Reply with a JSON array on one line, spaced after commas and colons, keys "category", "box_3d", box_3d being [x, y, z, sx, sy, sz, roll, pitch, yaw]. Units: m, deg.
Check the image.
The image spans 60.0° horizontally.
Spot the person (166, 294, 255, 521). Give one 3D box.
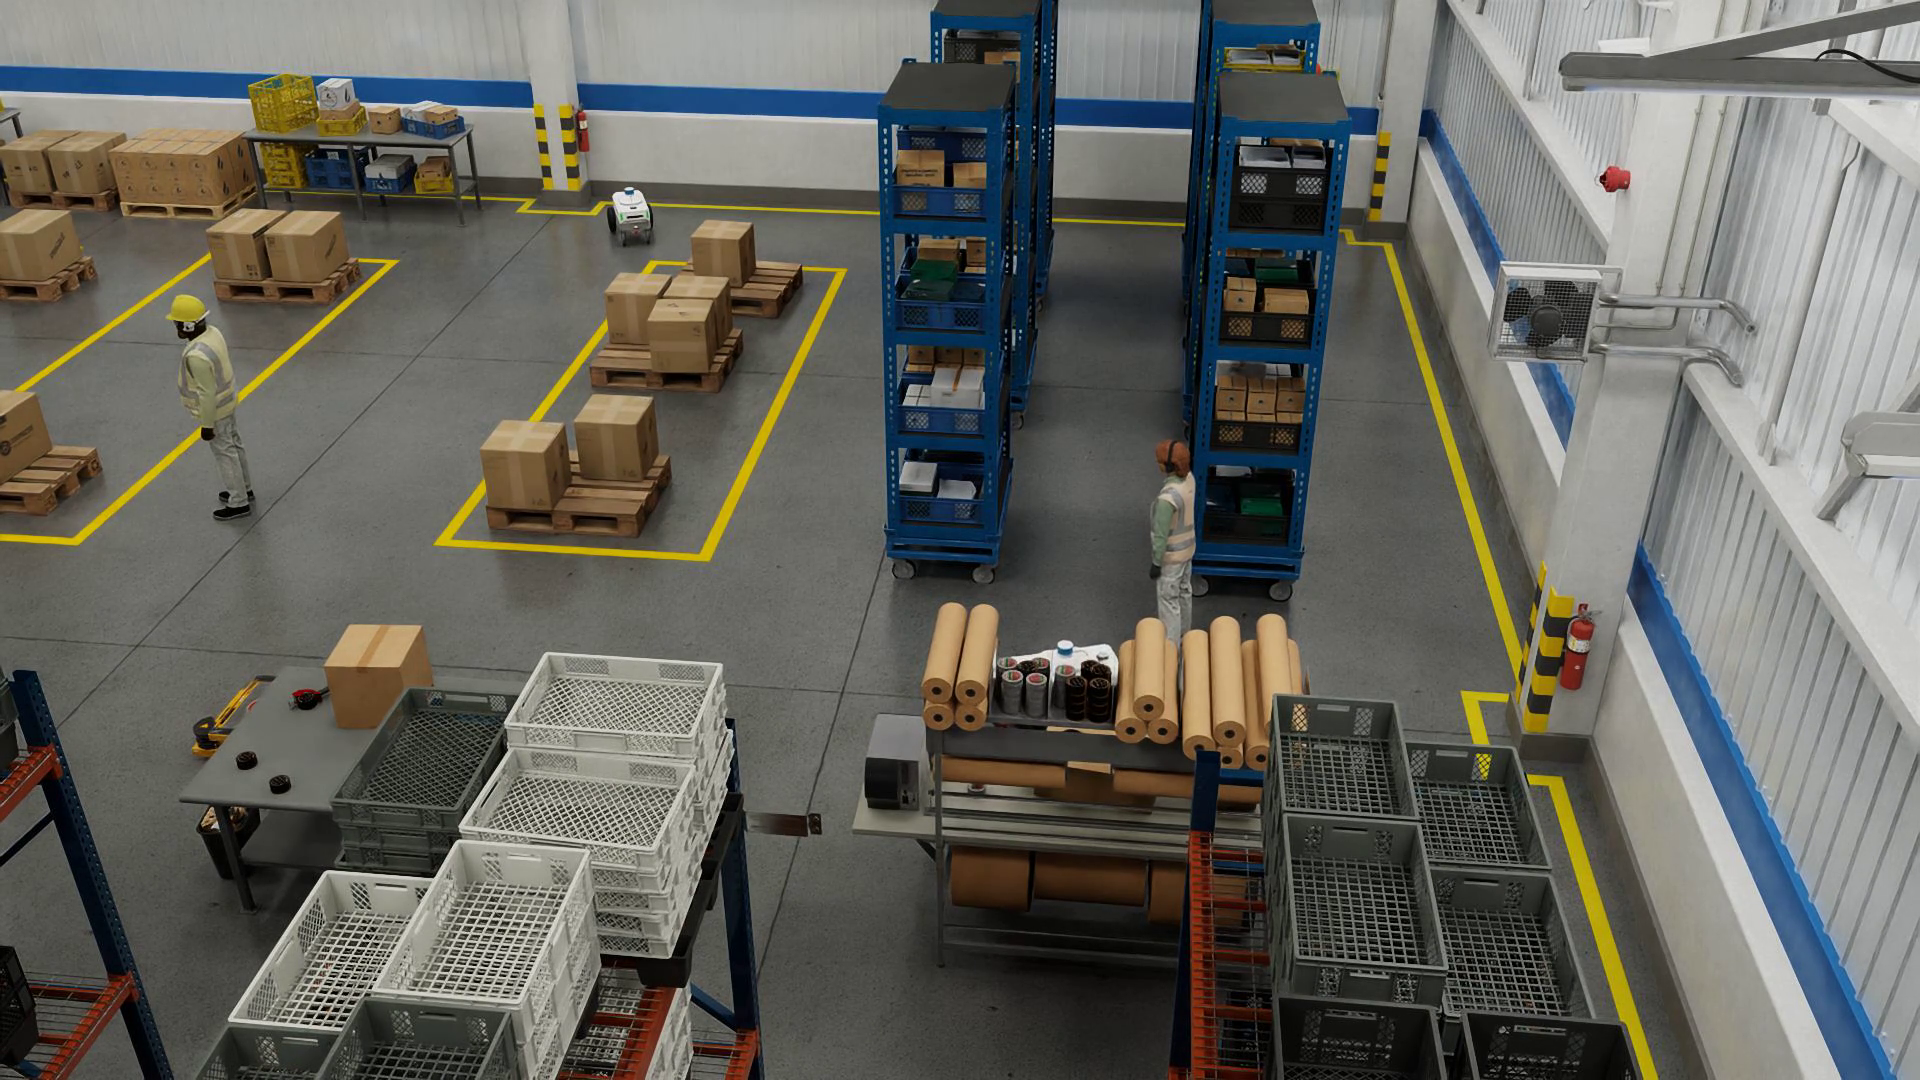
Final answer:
[{"category": "person", "box_3d": [-5.797, -1.037, 12.885, 0.404, 1.833, 0.590, -6, 31, -10]}]

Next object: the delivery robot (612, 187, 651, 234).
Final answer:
[{"category": "delivery robot", "box_3d": [-3.685, -3.706, 18.641, 0.477, 0.478, 0.707, -9, 31, -14]}]

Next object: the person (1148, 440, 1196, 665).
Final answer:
[{"category": "person", "box_3d": [1.421, 0.078, 11.175, 0.322, 1.629, 0.516, 12, 32, 20]}]

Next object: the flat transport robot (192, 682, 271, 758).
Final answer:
[{"category": "flat transport robot", "box_3d": [-4.089, 1.163, 10.648, 1.431, 0.197, 0.652, 3, 30, 6]}]

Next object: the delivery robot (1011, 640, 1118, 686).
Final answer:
[{"category": "delivery robot", "box_3d": [0.676, 0.875, 10.772, 0.707, 0.478, 0.477, -7, 31, -12]}]

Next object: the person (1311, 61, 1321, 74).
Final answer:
[{"category": "person", "box_3d": [3.717, -4.266, 18.278, 0.391, 1.989, 0.610, 14, 33, 23]}]
